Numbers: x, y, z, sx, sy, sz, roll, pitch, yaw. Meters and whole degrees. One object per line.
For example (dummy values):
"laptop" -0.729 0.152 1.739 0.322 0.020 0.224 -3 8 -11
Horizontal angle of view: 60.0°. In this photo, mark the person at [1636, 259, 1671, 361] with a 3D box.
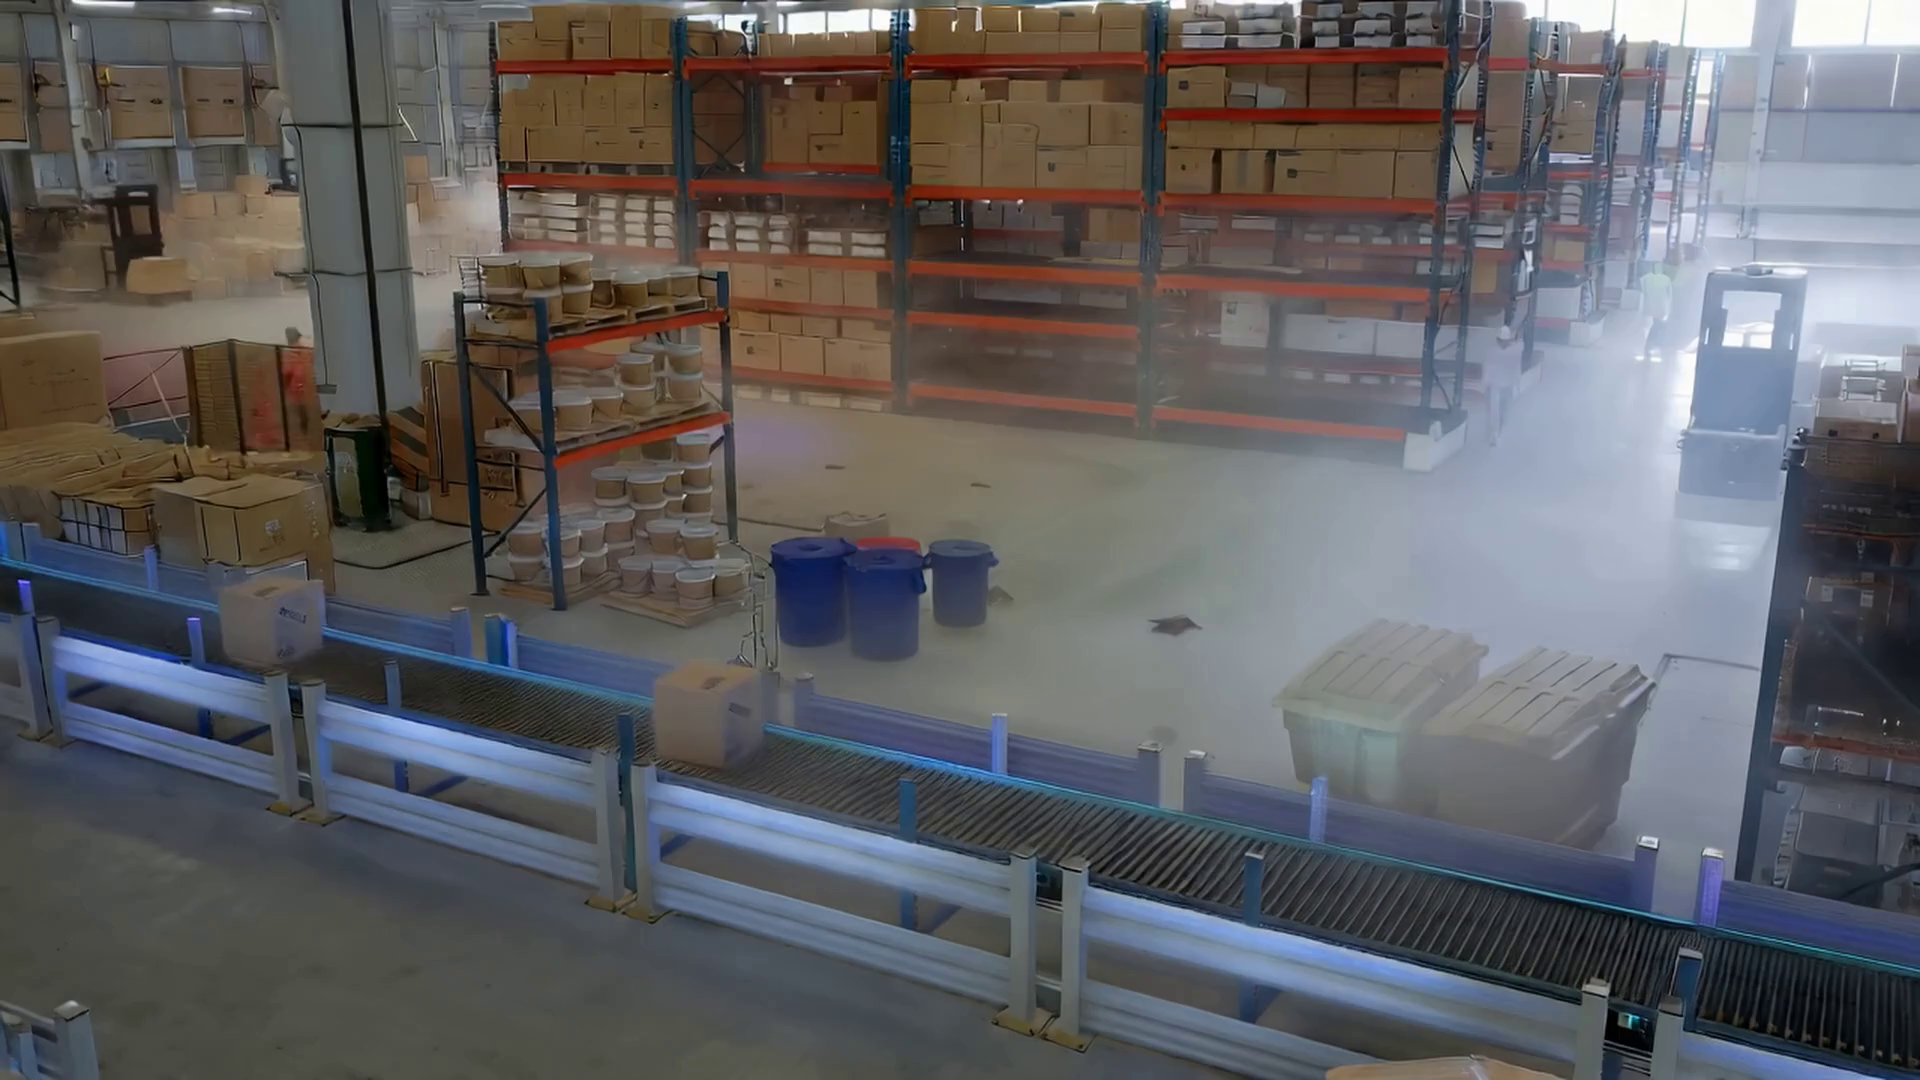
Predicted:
"person" 13.033 -4.307 31.176 0.400 1.901 0.642 -9 17 -29

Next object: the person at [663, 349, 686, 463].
"person" -3.581 -1.390 20.232 0.576 1.889 0.645 9 17 30

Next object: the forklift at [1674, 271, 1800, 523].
"forklift" 9.269 -1.763 19.726 1.129 2.768 1.873 8 17 27

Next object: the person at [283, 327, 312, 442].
"person" -9.292 -2.184 23.608 0.643 1.675 0.531 2 15 9

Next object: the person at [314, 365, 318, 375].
"person" -8.510 -2.118 22.803 1.011 1.978 0.606 6 16 21

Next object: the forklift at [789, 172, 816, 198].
"forklift" -5.072 -10.804 53.713 1.129 2.768 1.873 8 17 28

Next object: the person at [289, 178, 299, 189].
"person" -27.132 -14.131 68.048 0.588 1.927 0.370 -13 20 -41

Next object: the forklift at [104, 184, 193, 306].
"forklift" -19.488 -7.072 39.686 1.873 2.768 1.129 8 17 28

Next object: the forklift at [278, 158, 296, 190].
"forklift" -22.529 -11.525 56.427 1.873 2.768 1.129 8 17 28

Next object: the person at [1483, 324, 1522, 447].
"person" 7.693 -2.228 23.664 0.522 1.740 0.706 3 15 11

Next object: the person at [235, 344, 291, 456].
"person" -9.556 -1.897 22.720 0.859 1.583 0.507 0 15 1
